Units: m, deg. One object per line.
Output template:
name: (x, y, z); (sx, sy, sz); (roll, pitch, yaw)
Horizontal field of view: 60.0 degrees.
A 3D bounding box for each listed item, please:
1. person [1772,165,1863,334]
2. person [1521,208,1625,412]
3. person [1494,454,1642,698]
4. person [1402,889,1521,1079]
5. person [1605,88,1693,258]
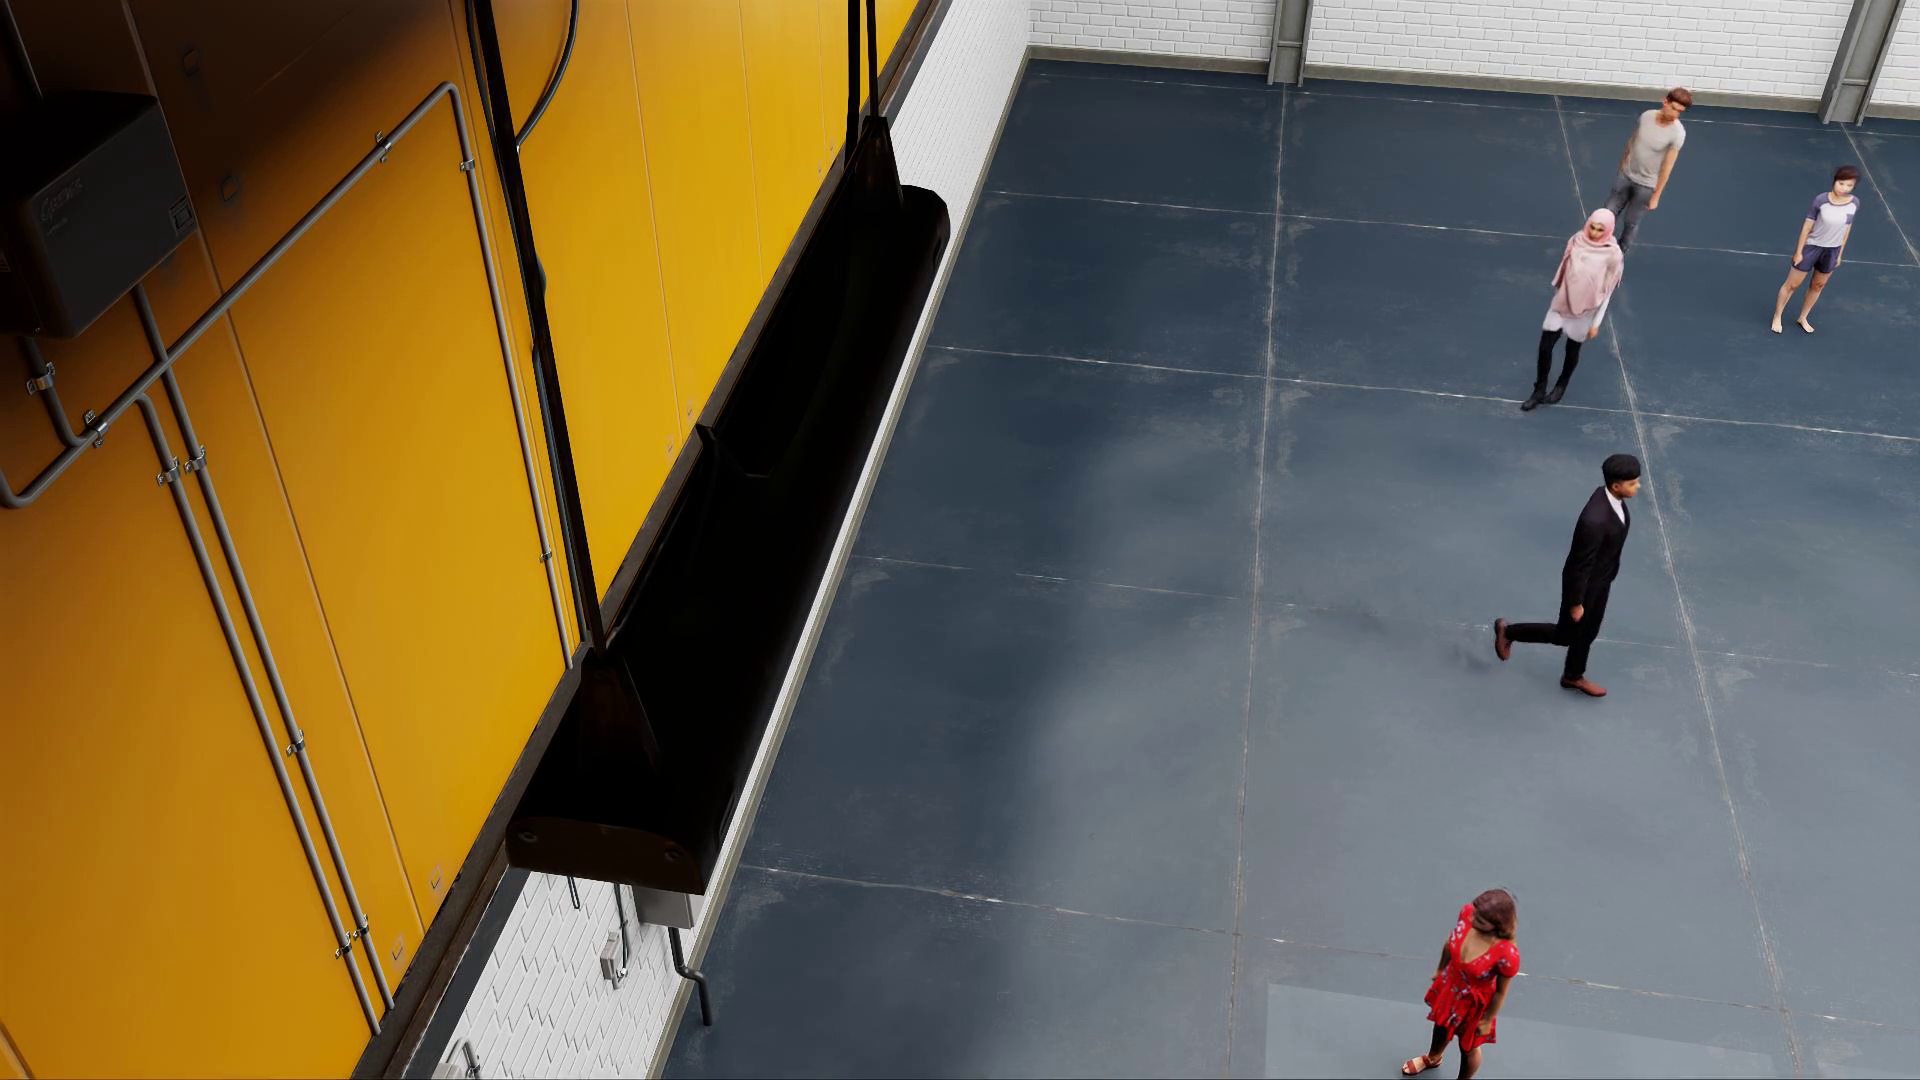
person: (7.417, -2.519, 14.336); (0.496, 1.565, 0.652); (1, 39, 2)
person: (4.990, -1.872, 13.350); (0.864, 1.786, 0.909); (29, 47, 32)
person: (3.934, 0.217, 10.672); (1.159, 1.863, 0.995); (24, 45, 27)
person: (2.555, 2.269, 8.320); (0.702, 1.592, 0.663); (-16, 41, -19)
person: (6.152, -3.260, 15.039); (0.867, 1.847, 0.792); (-15, 41, -18)
